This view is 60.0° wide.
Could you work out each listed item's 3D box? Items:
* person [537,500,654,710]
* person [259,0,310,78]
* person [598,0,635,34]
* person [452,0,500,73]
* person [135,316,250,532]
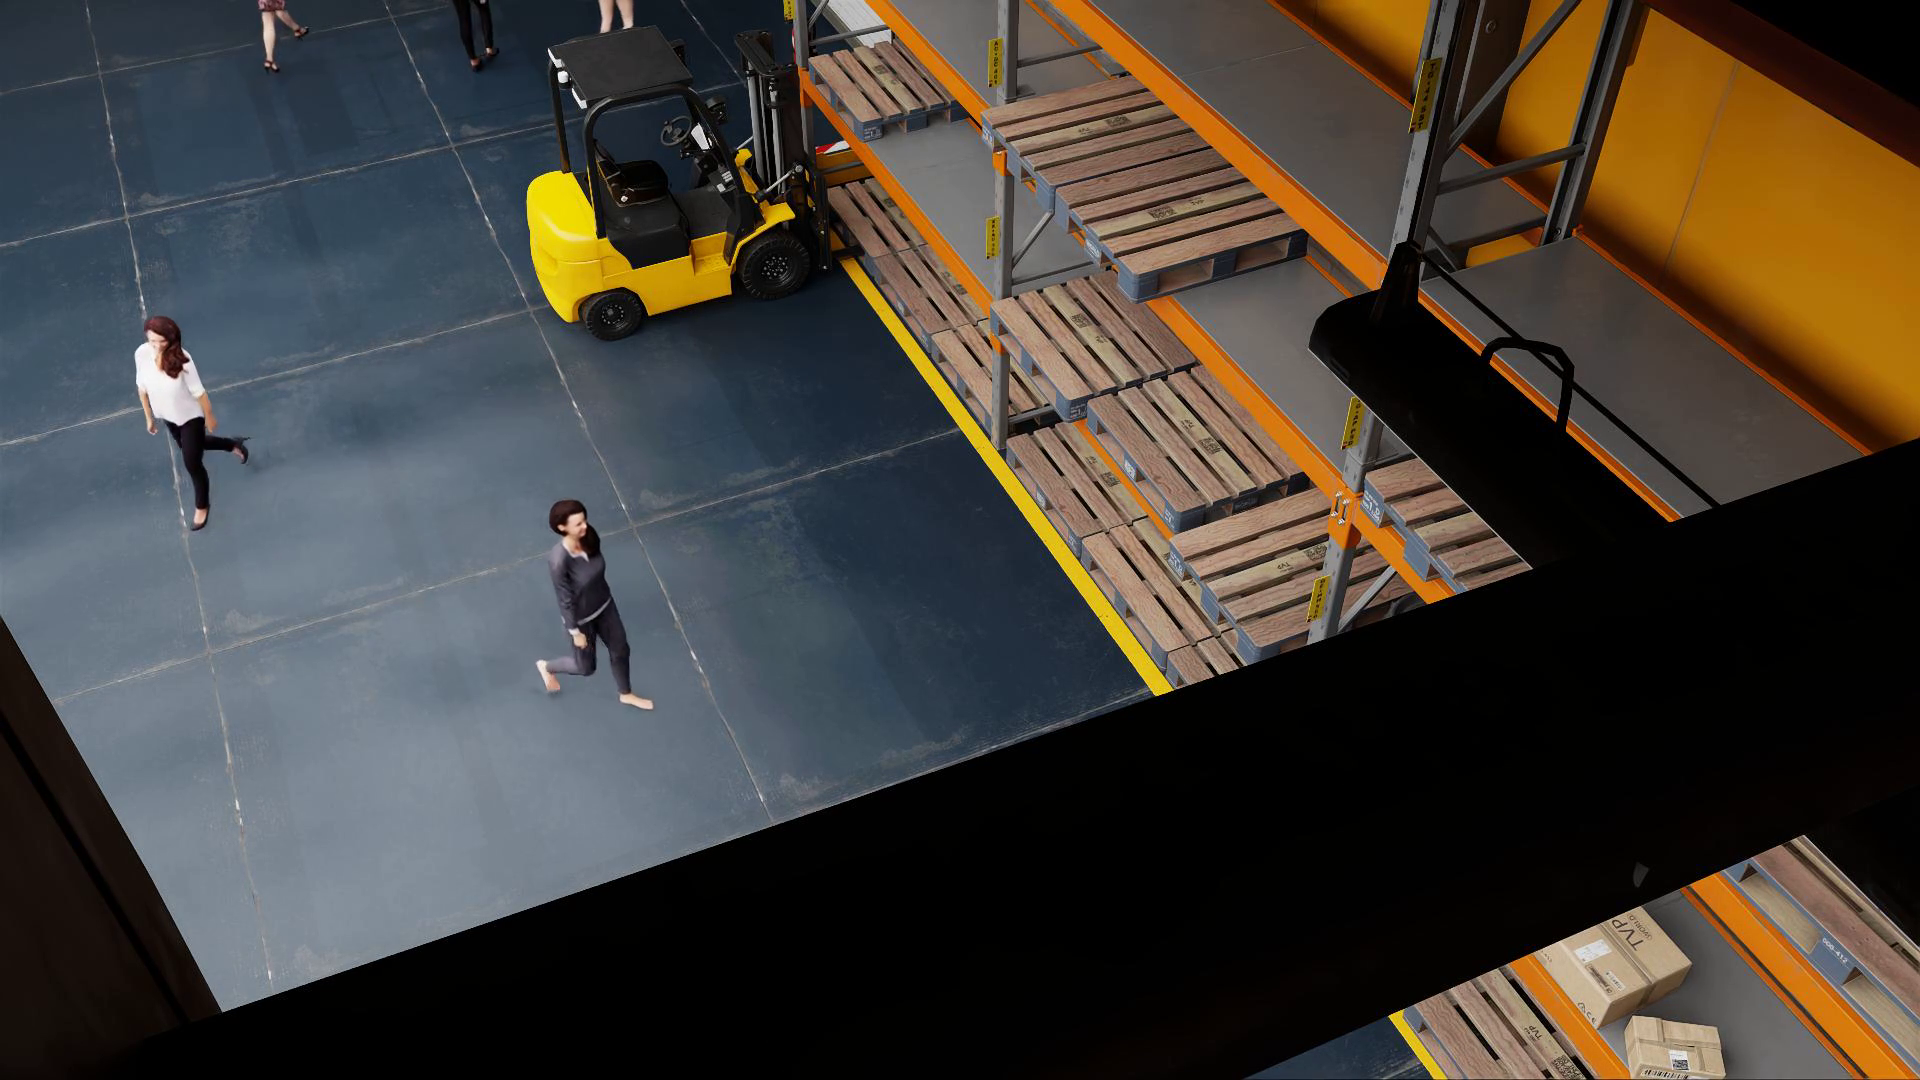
[{"bbox_3d":[-2.418,0.438,10.460,1.083,1.748,0.980,17,46,17],"label":"person"},{"bbox_3d":[-7.031,-5.528,16.747,1.067,1.714,1.237,7,44,8],"label":"person"},{"bbox_3d":[-3.537,-5.603,16.879,0.653,1.640,0.665,3,44,3],"label":"person"},{"bbox_3d":[-5.000,-5.531,16.757,0.765,1.704,0.834,2,44,2],"label":"person"},{"bbox_3d":[-5.478,-0.918,11.877,1.040,1.756,1.122,13,45,14],"label":"person"}]
